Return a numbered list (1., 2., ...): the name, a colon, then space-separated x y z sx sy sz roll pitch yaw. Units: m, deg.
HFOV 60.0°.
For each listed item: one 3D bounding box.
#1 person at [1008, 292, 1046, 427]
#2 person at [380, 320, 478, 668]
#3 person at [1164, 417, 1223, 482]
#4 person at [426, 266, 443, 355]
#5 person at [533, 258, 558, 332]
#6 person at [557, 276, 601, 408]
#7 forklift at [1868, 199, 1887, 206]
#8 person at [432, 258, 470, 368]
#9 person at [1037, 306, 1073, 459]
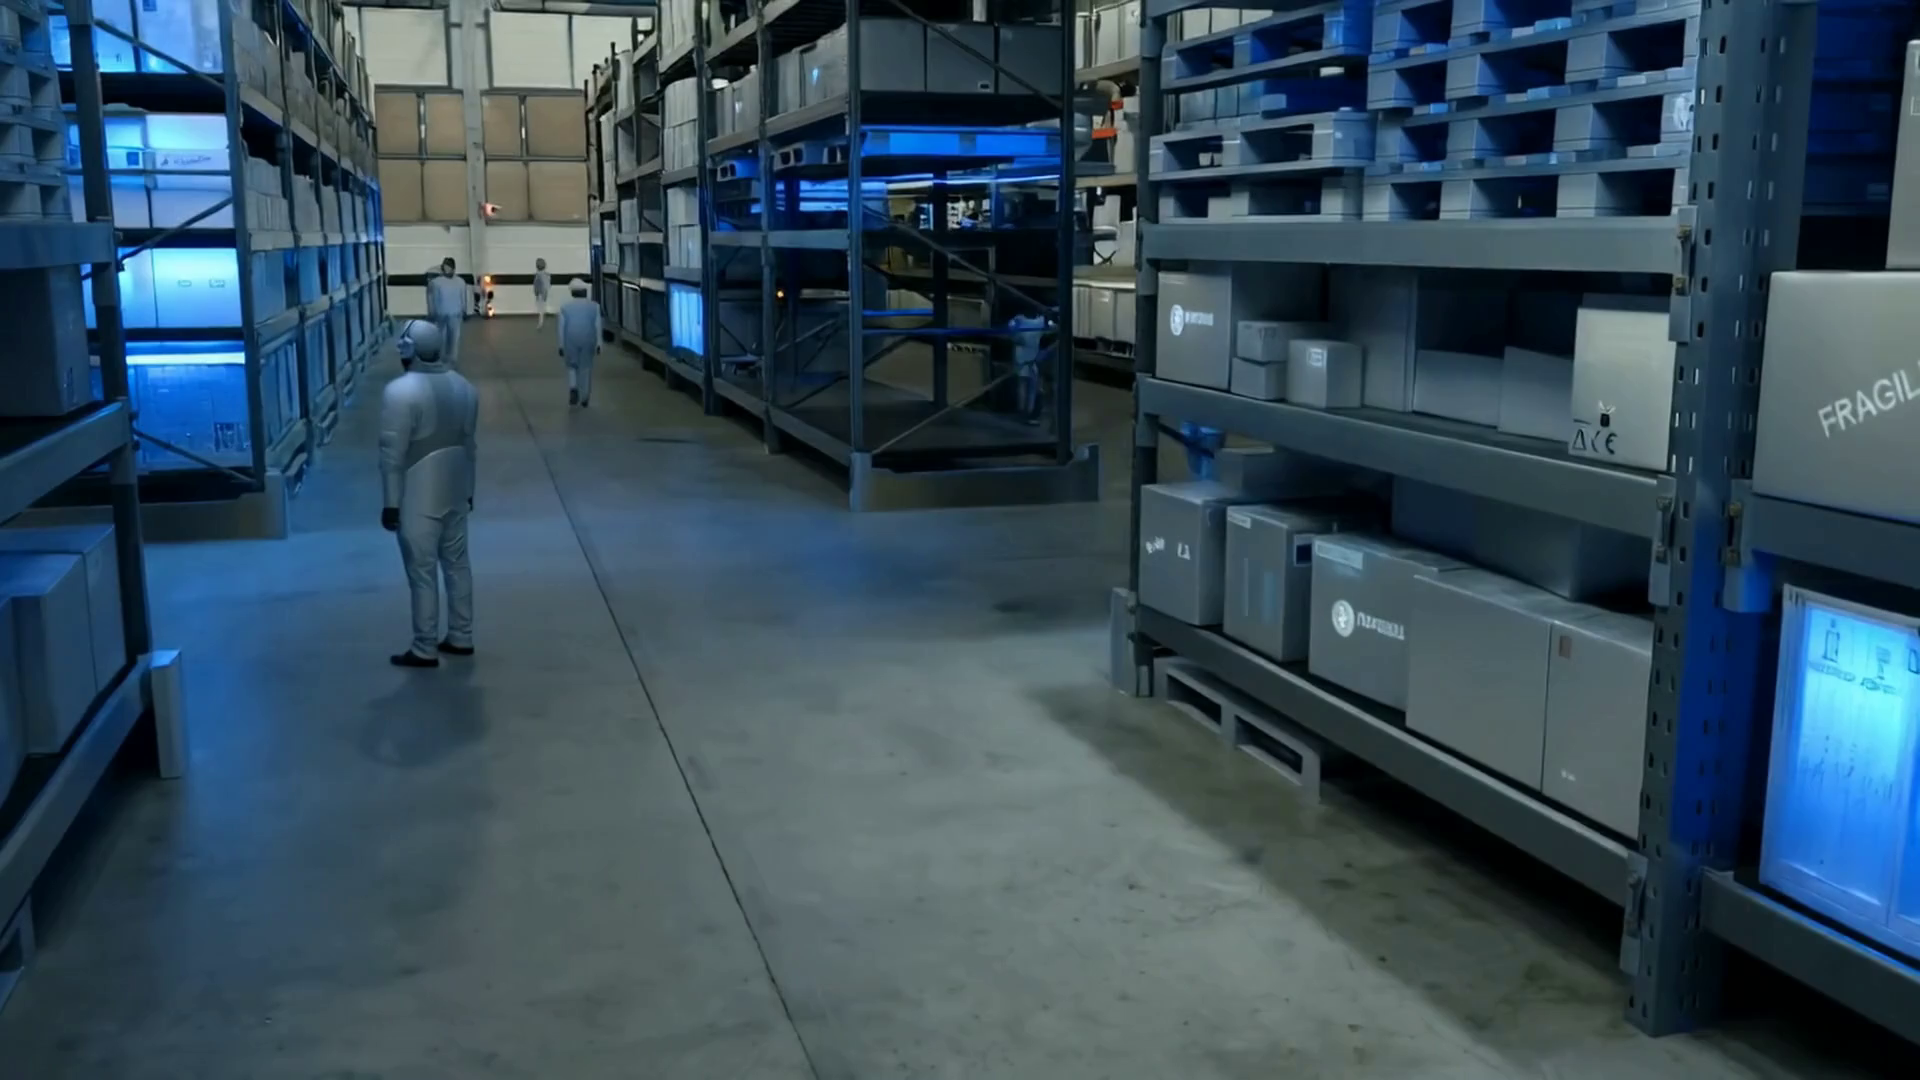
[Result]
1. person: 0.896 -2.228 20.597 0.550 1.660 0.779 -3 11 -16
2. person: -2.936 -0.255 9.165 0.400 1.902 0.642 5 11 25
3. person: 2.083 -1.232 14.256 0.609 2.000 0.902 4 11 22
4. person: -10.428 -4.555 33.091 0.526 1.772 0.307 6 12 30
5. person: -10.261 -6.064 41.198 0.671 1.827 0.632 -3 11 -17
6. person: -5.244 -2.728 22.945 0.596 1.812 0.434 -3 11 -15
7. forklift: 11.338 -2.915 21.052 1.129 2.768 1.873 -3 11 -17
8. person: -9.109 -4.062 29.815 0.617 1.969 0.679 -4 11 -23
9. person: 1.009 -1.653 17.583 0.288 1.626 0.497 -7 13 -35
